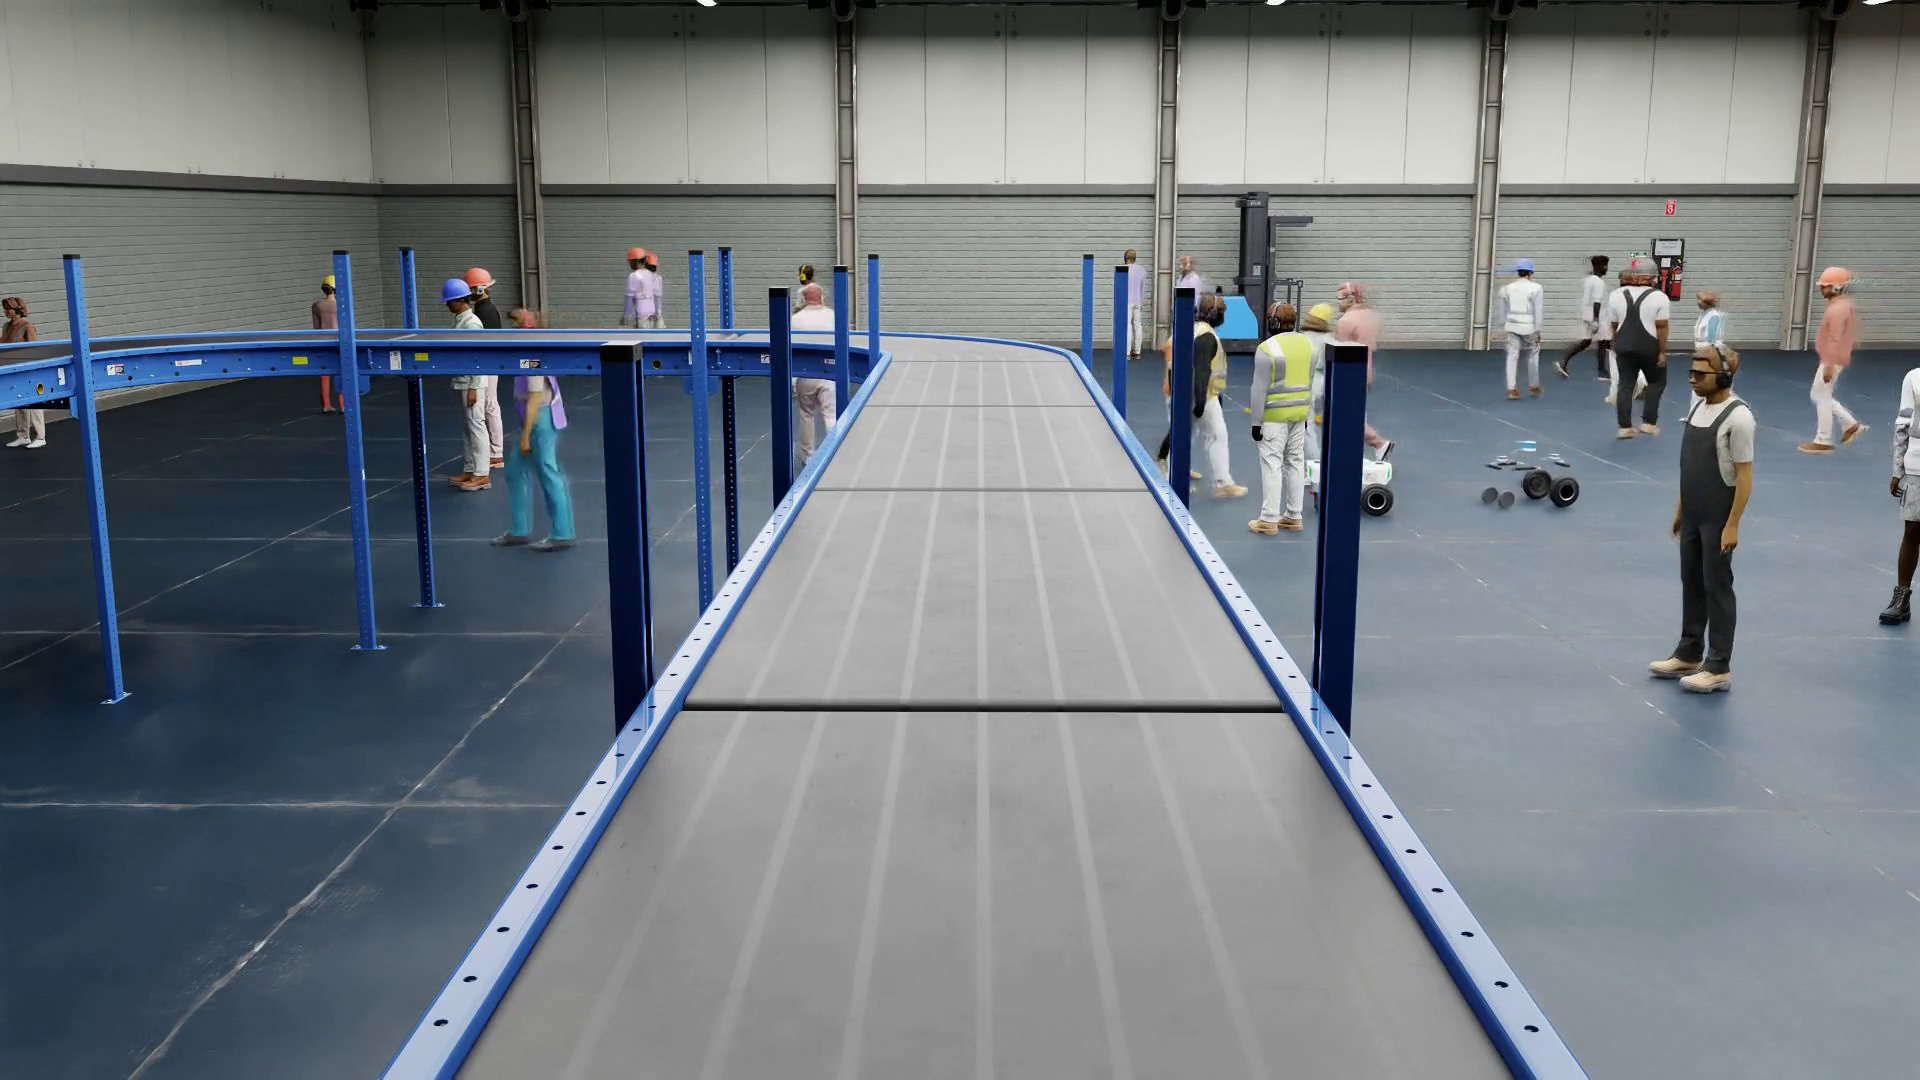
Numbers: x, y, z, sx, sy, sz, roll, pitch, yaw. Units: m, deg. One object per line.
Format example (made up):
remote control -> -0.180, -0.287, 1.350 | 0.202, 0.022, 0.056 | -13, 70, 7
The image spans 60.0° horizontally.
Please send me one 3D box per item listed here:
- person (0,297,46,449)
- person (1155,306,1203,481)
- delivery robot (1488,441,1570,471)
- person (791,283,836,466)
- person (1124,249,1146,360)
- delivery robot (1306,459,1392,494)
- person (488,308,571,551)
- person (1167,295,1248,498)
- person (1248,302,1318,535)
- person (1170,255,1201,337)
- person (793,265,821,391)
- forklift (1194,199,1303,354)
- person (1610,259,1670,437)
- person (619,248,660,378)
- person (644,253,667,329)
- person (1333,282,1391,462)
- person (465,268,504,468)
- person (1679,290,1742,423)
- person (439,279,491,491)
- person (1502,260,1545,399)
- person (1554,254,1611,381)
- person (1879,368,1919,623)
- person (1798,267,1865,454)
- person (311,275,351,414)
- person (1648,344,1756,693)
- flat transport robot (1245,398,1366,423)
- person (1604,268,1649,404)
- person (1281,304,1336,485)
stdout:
person -> -10.222, -1.821, 18.118 | 0.514, 1.641, 0.308 | 5, 12, 25
person -> 2.111, -1.406, 15.854 | 0.346, 1.695, 0.574 | 6, 13, 29
delivery robot -> 5.005, -0.752, 14.617 | 0.698, 0.223, 0.335 | -3, 11, -13
person -> -1.401, -1.619, 16.529 | 0.645, 1.863, 0.887 | -3, 11, -15
person -> 2.993, -4.151, 29.319 | 0.627, 1.941, 0.371 | -8, 14, -36
delivery robot -> 3.338, -0.561, 14.308 | 0.707, 0.478, 0.477 | 2, 11, 10
person -> -3.289, -0.812, 12.444 | 0.736, 1.819, 0.604 | -4, 12, -20
person -> 2.190, -1.283, 14.920 | 0.711, 1.807, 0.654 | -1, 11, -4
person -> 2.557, -0.979, 13.307 | 0.619, 1.835, 0.430 | -7, 13, -31
person -> 3.587, -3.567, 26.439 | 0.442, 1.891, 0.669 | -2, 11, -11
person -> -2.201, -2.947, 23.428 | 0.961, 1.819, 0.538 | 6, 12, 27
forklift -> 5.313, -4.851, 30.603 | 1.873, 2.768, 1.129 | 0, 11, 1
person -> 7.802, -2.171, 18.994 | 0.641, 2.000, 0.713 | -9, 14, -39
person -> -5.051, -3.552, 26.047 | 0.830, 2.012, 0.618 | 3, 11, 17
person -> -5.040, -3.701, 27.078 | 0.568, 1.919, 0.545 | -10, 15, -42
person -> 3.929, -1.606, 16.433 | 0.682, 1.876, 0.667 | 8, 13, 35
person -> -4.779, -1.728, 16.724 | 0.375, 1.995, 0.611 | -3, 11, -15
person -> 9.176, -2.230, 20.252 | 0.606, 1.622, 0.545 | 1, 11, 6
person -> -4.565, -1.438, 15.381 | 0.402, 1.938, 0.604 | -6, 13, -29
person -> 7.853, -2.927, 23.117 | 0.622, 1.900, 0.913 | 10, 15, 41
person -> 9.712, -3.438, 25.669 | 0.876, 1.940, 0.609 | 0, 11, 2
person -> 5.988, -0.424, 10.169 | 0.545, 1.938, 0.362 | 10, 15, 41
person -> 9.288, -1.898, 17.644 | 0.545, 1.973, 0.636 | 6, 12, 28
person -> -8.032, -2.506, 21.339 | 0.518, 1.757, 0.337 | 1, 11, 7
person -> 3.982, -0.122, 8.860 | 0.327, 1.842, 0.517 | -2, 11, -8
flat transport robot -> 4.320, -1.649, 20.871 | 0.652, 0.197, 1.431 | -8, 14, -36
person -> 8.991, -2.729, 22.325 | 0.640, 1.817, 0.600 | -3, 11, -14
person -> 3.275, -1.383, 15.751 | 0.479, 1.683, 0.772 | -5, 12, -23
